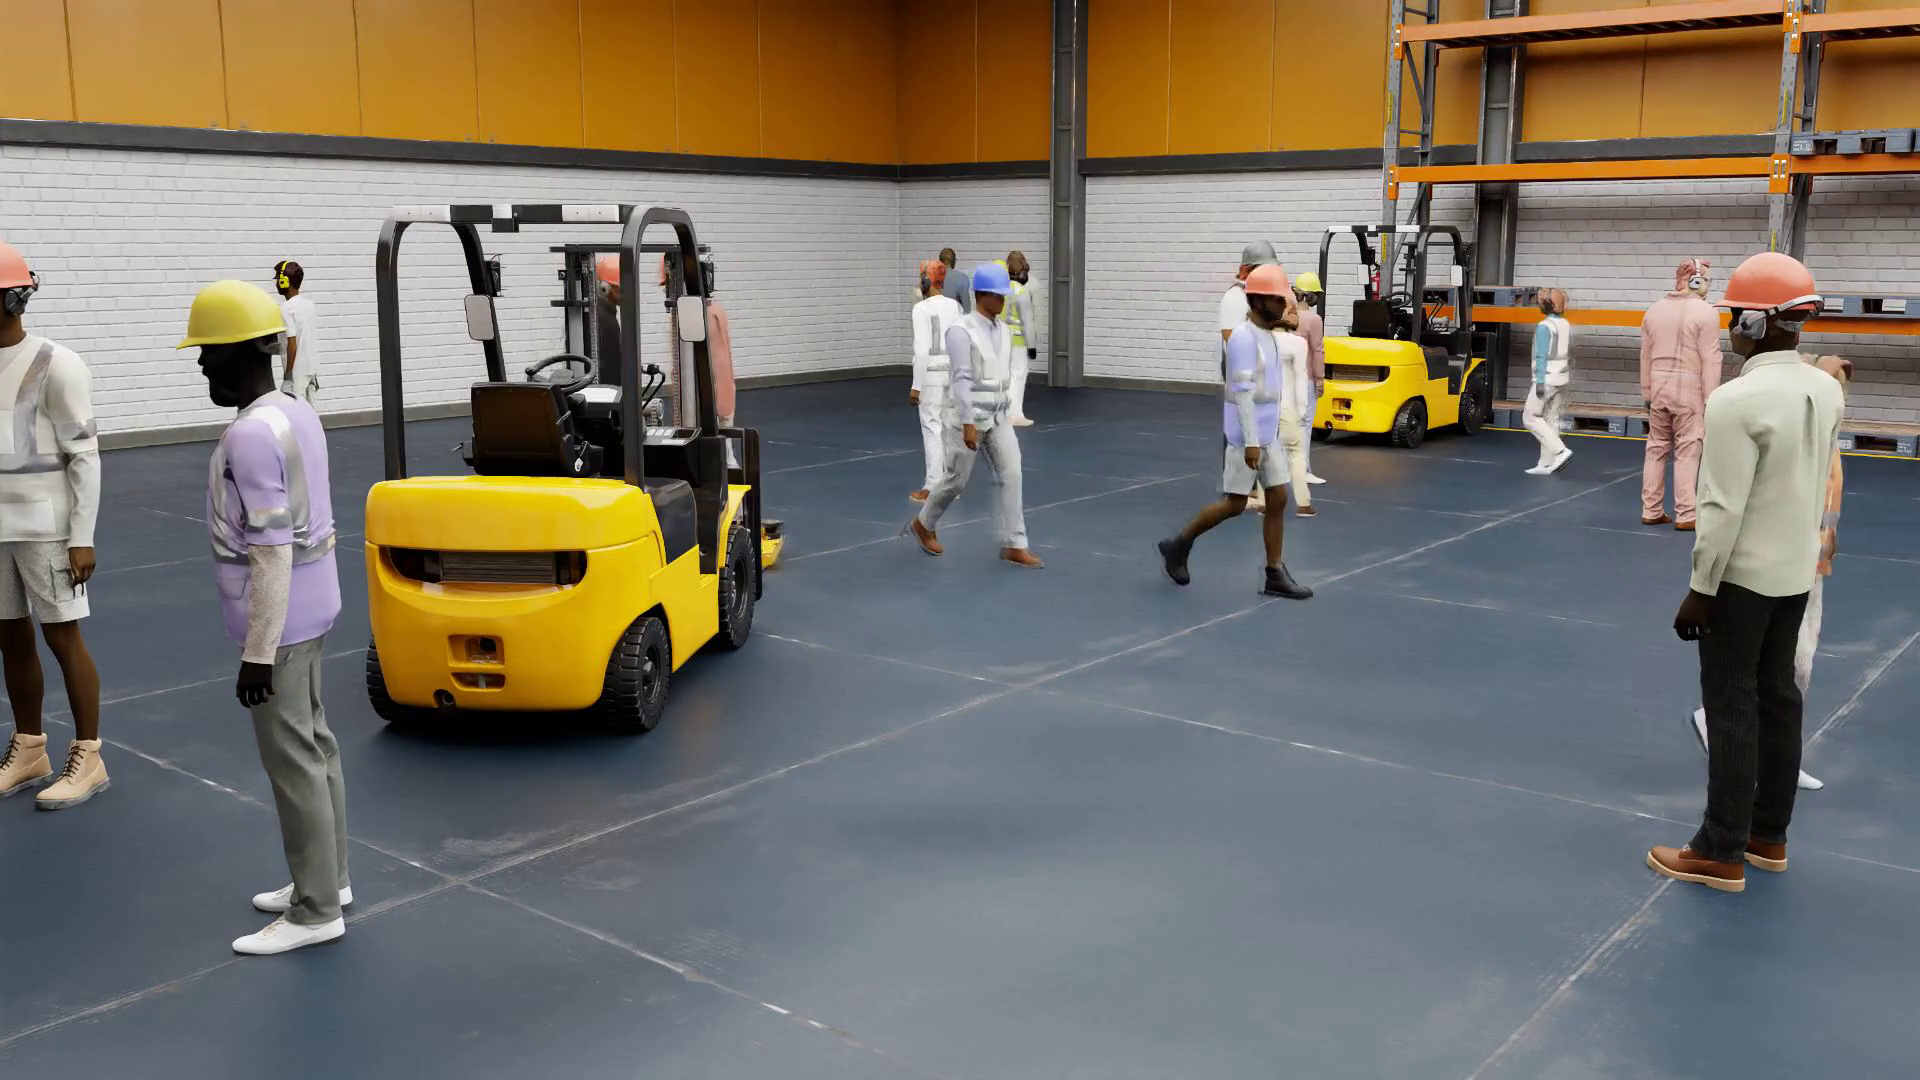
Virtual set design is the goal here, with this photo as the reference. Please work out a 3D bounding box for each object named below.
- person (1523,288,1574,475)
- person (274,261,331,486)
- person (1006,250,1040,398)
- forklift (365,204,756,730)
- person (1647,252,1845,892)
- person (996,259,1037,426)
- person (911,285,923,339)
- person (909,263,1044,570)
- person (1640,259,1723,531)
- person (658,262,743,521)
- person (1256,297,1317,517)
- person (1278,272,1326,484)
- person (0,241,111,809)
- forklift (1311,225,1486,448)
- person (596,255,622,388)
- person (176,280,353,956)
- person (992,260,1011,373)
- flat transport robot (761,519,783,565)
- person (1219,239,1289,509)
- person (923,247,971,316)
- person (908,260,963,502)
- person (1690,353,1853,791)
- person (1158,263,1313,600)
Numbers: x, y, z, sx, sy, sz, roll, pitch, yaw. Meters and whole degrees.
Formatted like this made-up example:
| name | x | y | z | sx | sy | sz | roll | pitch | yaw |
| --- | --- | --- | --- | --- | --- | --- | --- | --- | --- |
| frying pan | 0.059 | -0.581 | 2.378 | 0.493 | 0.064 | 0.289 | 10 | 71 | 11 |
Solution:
| name | x | y | z | sx | sy | sz | roll | pitch | yaw |
| --- | --- | --- | --- | --- | --- | --- | --- | --- | --- |
| person | 5.094 | -1.348 | 14.313 | 0.414 | 1.630 | 0.518 | 10 | 14 | 44 |
| person | -5.377 | -1.326 | 13.526 | 0.309 | 1.868 | 0.535 | 1 | 10 | 4 |
| person | 0.708 | -2.647 | 20.729 | 0.647 | 1.914 | 0.789 | -3 | 11 | -16 |
| forklift | -1.766 | -0.406 | 7.525 | 1.214 | 2.155 | 2.313 | 1 | 10 | 7 |
| person | 2.487 | 0.106 | 5.236 | 0.612 | 1.995 | 0.376 | -7 | 12 | -34 |
| person | 0.624 | -2.156 | 18.252 | 0.445 | 1.830 | 0.648 | -4 | 11 | -22 |
| person | -0.348 | -2.740 | 21.660 | 0.604 | 1.758 | 0.936 | -2 | 10 | -8 |
| person | 0.079 | -0.787 | 10.456 | 0.591 | 1.906 | 0.976 | -10 | 14 | -43 |
| person | 5.099 | -1.018 | 11.728 | 0.402 | 1.904 | 0.639 | -4 | 11 | -23 |
| person | -1.589 | -0.834 | 10.527 | 0.574 | 1.966 | 0.748 | 3 | 11 | 18 |
| person | 2.375 | -0.976 | 12.270 | 0.512 | 1.623 | 0.380 | 9 | 14 | 41 |
| person | 2.877 | -1.351 | 13.946 | 0.313 | 1.767 | 0.534 | -5 | 11 | -27 |
| person | -3.371 | -0.046 | 5.945 | 0.616 | 2.041 | 0.382 | 3 | 11 | 18 |
| forklift | 4.449 | -2.115 | 16.993 | 1.214 | 2.155 | 2.313 | 8 | 13 | 38 |
| person | -2.454 | -0.921 | 11.104 | 0.838 | 1.940 | 0.625 | 0 | 10 | -2 |
| person | -1.983 | 0.225 | 4.770 | 0.381 | 1.922 | 0.594 | -2 | 10 | -11 |
| person | 0.363 | -2.293 | 19.038 | 0.671 | 1.815 | 0.604 | -3 | 11 | -19 |
| flat transport robot | -1.875 | 0.008 | 10.559 | 1.431 | 0.197 | 0.652 | 0 | 10 | 0 |
| person | 2.286 | -1.269 | 12.731 | 0.536 | 2.000 | 0.673 | 7 | 12 | 33 |
| person | -0.169 | -2.774 | 21.358 | 0.632 | 1.936 | 0.359 | 3 | 11 | 16 |
| person | -0.192 | -1.230 | 12.946 | 0.339 | 1.882 | 0.584 | 7 | 12 | 33 |
| person | 3.051 | 0.123 | 6.147 | 0.540 | 1.622 | 0.399 | -9 | 13 | -40 |
| person | 1.610 | -0.620 | 9.520 | 0.849 | 1.915 | 0.562 | 7 | 12 | 32 |
